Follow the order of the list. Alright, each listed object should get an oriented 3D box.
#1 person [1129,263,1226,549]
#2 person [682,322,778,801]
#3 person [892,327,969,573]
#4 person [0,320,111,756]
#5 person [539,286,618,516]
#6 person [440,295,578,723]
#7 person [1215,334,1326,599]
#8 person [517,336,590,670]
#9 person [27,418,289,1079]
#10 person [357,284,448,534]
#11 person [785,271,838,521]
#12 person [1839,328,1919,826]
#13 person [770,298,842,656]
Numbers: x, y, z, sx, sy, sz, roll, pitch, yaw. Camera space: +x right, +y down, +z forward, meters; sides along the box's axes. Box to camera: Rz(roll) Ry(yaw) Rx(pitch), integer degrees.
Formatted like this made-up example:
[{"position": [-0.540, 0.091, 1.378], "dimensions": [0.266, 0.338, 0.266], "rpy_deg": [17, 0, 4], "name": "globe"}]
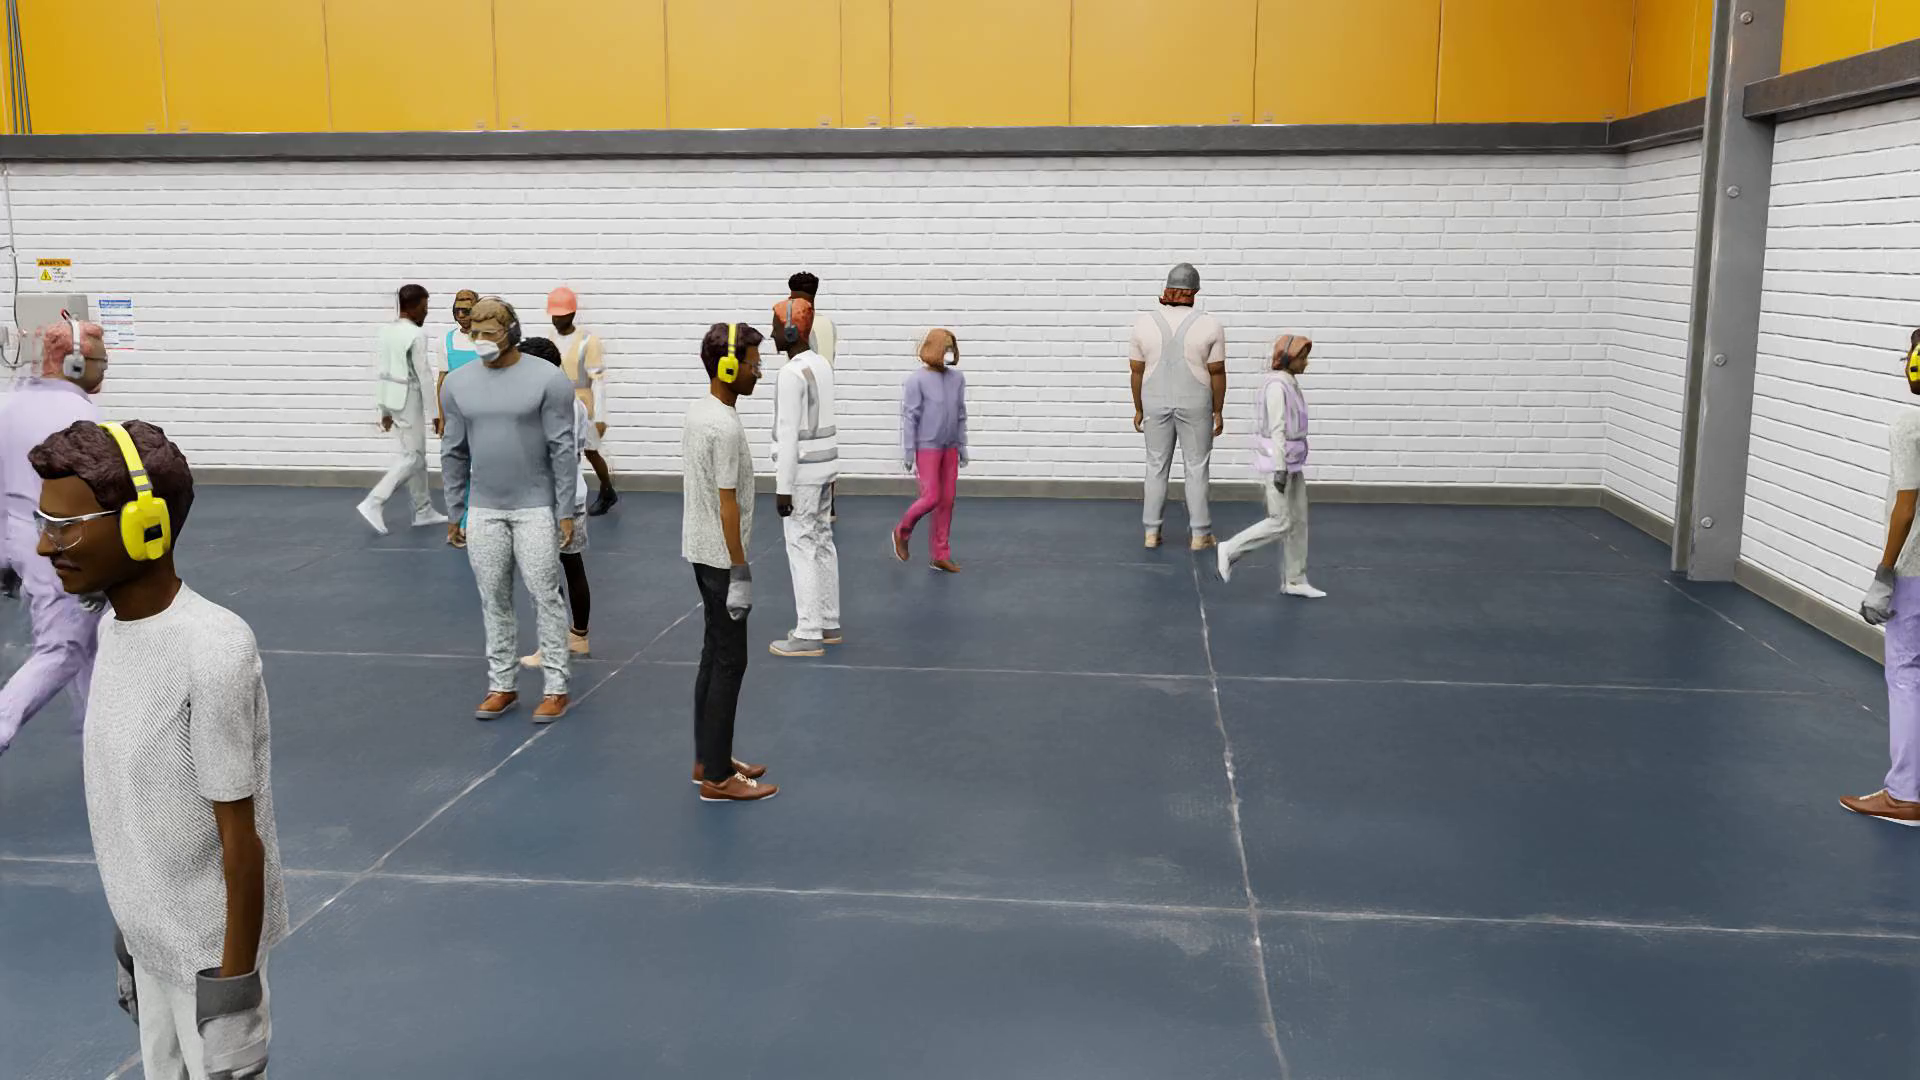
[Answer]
[{"position": [1.573, -0.958, 11.899], "dimensions": [0.688, 2.000, 0.536], "rpy_deg": [3, 10, 19], "name": "person"}, {"position": [-0.900, 0.091, 6.436], "dimensions": [0.333, 1.857, 0.528], "rpy_deg": [-4, 11, -21], "name": "person"}, {"position": [-0.191, -0.594, 11.006], "dimensions": [0.503, 1.624, 0.434], "rpy_deg": [-10, 14, -44], "name": "person"}, {"position": [-3.595, 0.073, 6.529], "dimensions": [0.677, 1.866, 0.891], "rpy_deg": [8, 13, 39], "name": "person"}, {"position": [-2.944, -1.038, 12.916], "dimensions": [0.557, 1.866, 1.028], "rpy_deg": [2, 10, 12], "name": "person"}, {"position": [-2.029, -0.137, 7.525], "dimensions": [0.639, 1.928, 0.369], "rpy_deg": [1, 10, 8], "name": "person"}, {"position": [1.919, -0.444, 10.118], "dimensions": [0.609, 1.616, 0.523], "rpy_deg": [5, 11, 24], "name": "person"}, {"position": [-2.086, -0.185, 8.466], "dimensions": [0.320, 1.692, 0.532], "rpy_deg": [4, 11, 20], "name": "person"}, {"position": [-1.313, 0.721, 2.814], "dimensions": [0.510, 1.861, 0.324], "rpy_deg": [9, 13, 42], "name": "person"}, {"position": [-4.240, -0.991, 12.590], "dimensions": [0.765, 1.888, 0.624], "rpy_deg": [-9, 13, -41], "name": "person"}, {"position": [-1.162, -1.086, 12.845], "dimensions": [0.362, 1.962, 0.613], "rpy_deg": [4, 11, 23], "name": "person"}, {"position": [3.576, 0.127, 6.179], "dimensions": [0.534, 1.868, 0.309], "rpy_deg": [-4, 11, -22], "name": "person"}, {"position": [-0.821, -0.327, 8.765], "dimensions": [0.345, 1.876, 0.578], "rpy_deg": [3, 10, 15], "name": "person"}]
